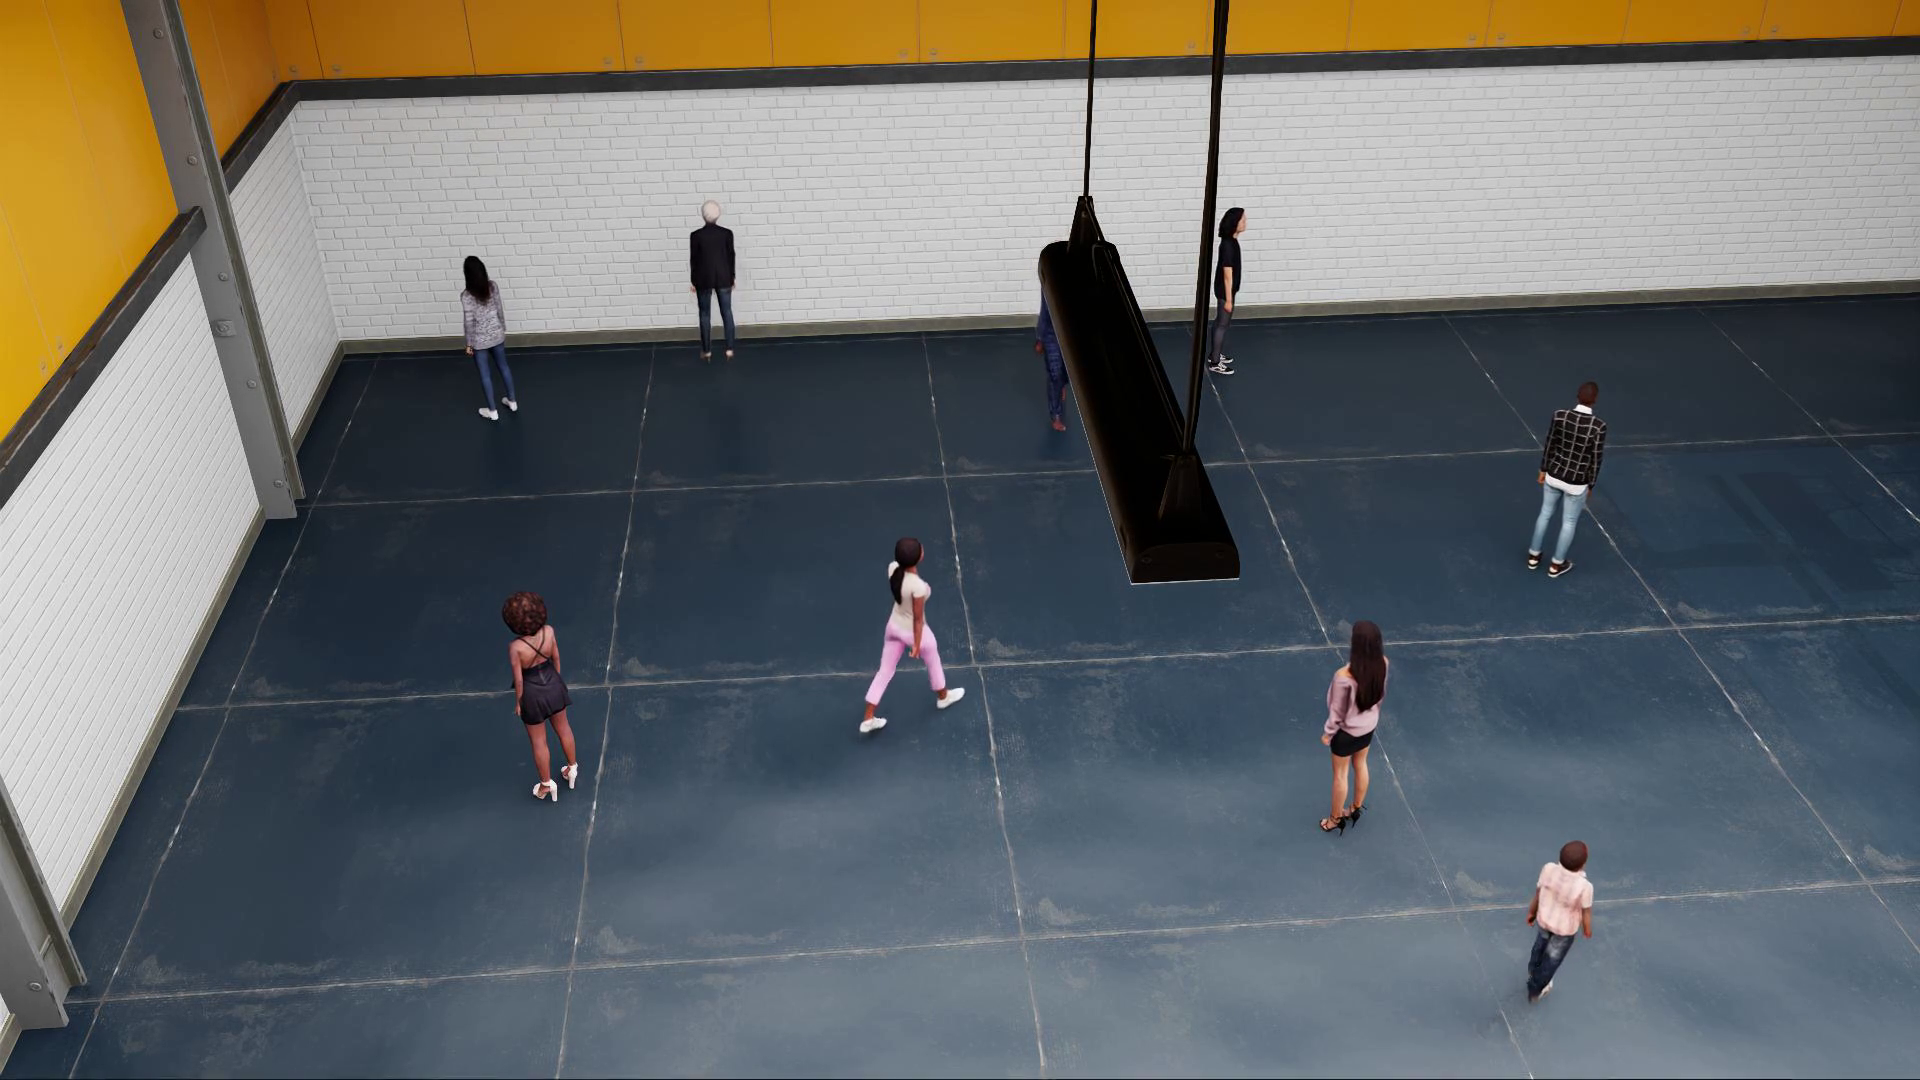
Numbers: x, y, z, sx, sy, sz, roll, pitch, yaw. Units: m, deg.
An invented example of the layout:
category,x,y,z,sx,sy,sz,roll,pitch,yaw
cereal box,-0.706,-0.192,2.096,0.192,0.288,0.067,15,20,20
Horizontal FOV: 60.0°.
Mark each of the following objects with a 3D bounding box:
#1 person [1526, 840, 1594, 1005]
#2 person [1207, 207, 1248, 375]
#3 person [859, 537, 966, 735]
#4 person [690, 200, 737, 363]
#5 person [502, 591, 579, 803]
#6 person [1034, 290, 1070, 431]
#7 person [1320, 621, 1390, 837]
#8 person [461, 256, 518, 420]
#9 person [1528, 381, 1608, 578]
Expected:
category,x,y,z,sx,sy,sz,roll,pitch,yaw
person,3.717,2.419,10.437,0.696,1.297,0.637,-24,41,-32
person,2.817,-2.670,17.609,0.741,1.833,0.530,4,34,5
person,-0.477,0.747,12.593,1.125,1.695,1.162,-26,42,-34
person,-2.584,-2.663,17.113,0.762,1.777,0.639,-8,35,-12
person,-3.007,1.121,11.945,0.710,1.789,0.654,26,42,34
person,1.019,-2.066,16.752,0.689,1.776,1.150,0,34,-1
person,2.758,1.326,11.619,0.688,1.810,0.663,-16,37,-23
person,-4.773,-2.048,16.765,0.748,1.733,0.690,25,41,33
person,5.255,-0.529,14.408,0.748,1.812,0.809,25,41,32
